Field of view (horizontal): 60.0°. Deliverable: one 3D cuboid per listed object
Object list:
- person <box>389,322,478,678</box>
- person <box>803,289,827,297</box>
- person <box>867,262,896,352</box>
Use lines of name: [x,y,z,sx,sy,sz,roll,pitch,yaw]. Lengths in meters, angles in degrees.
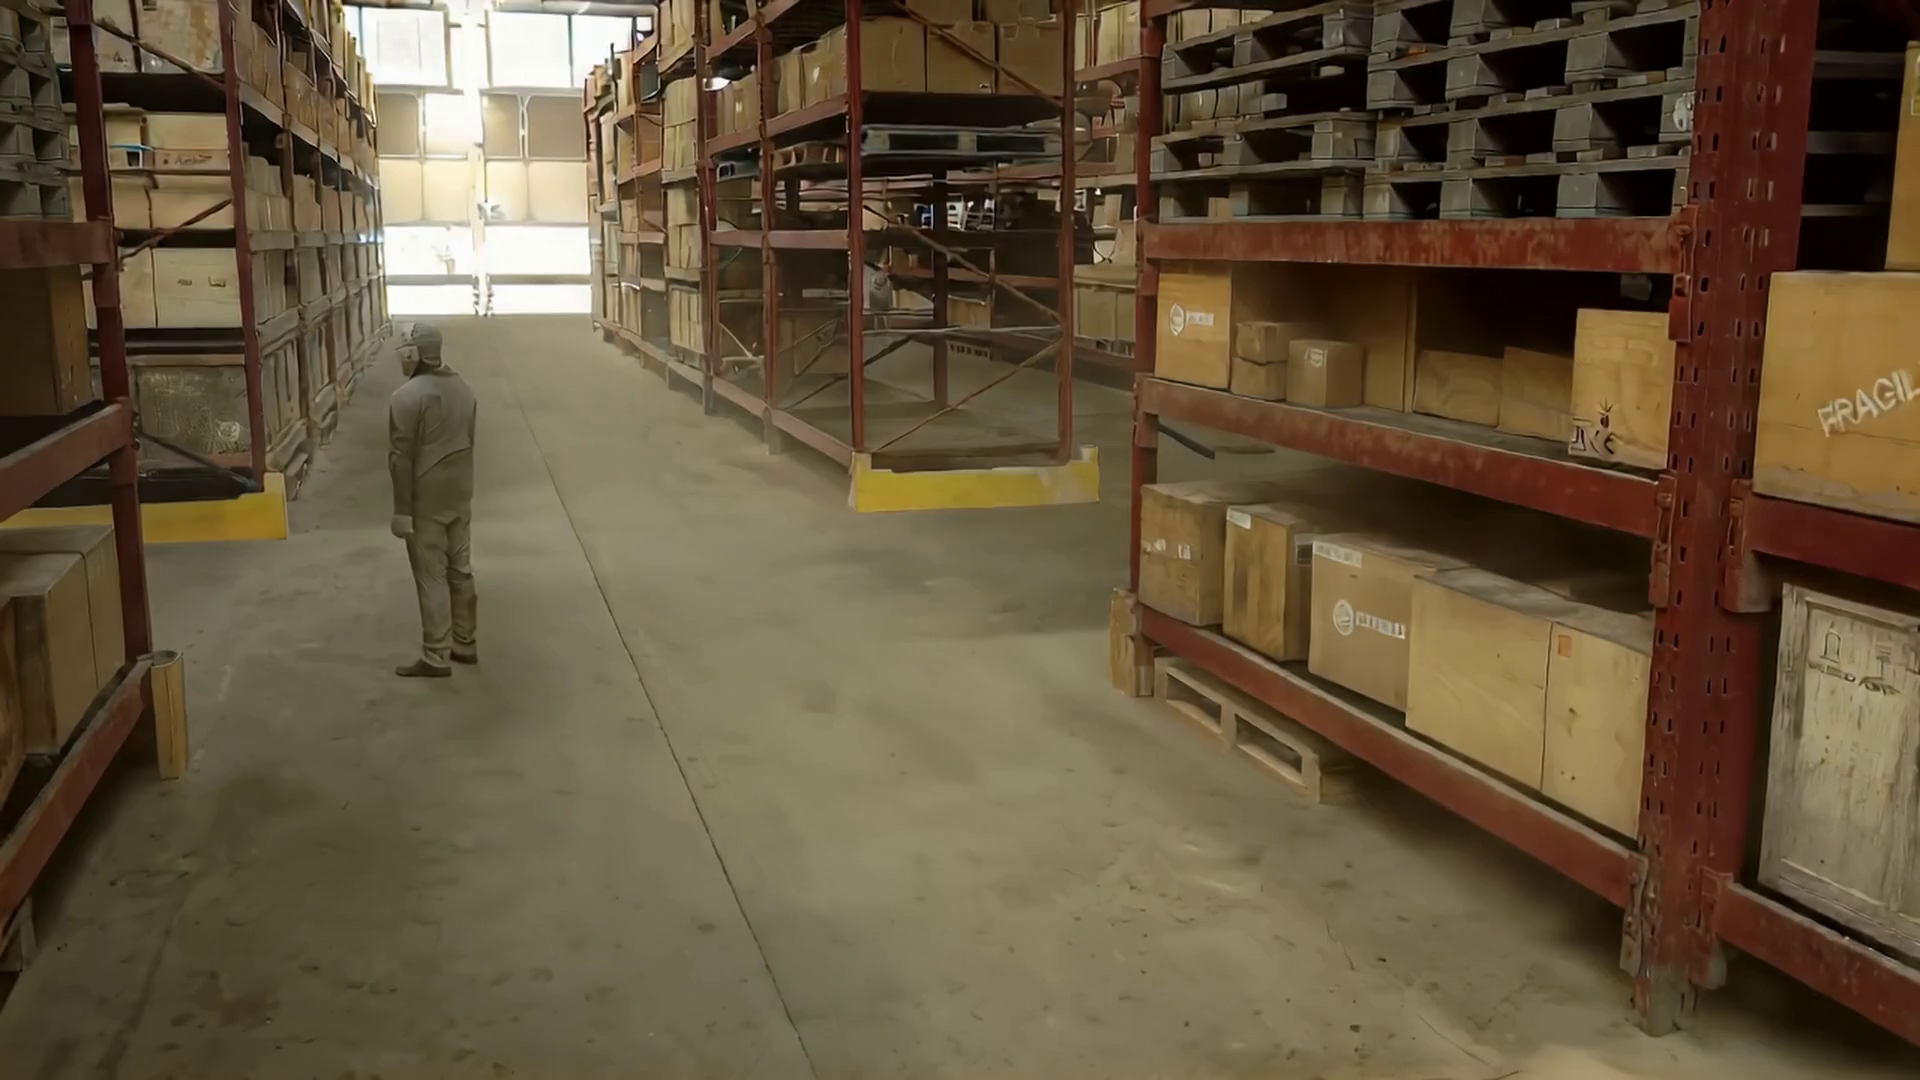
person: [-2.850,-0.216,8.956,0.399,1.900,0.645,2,11,13]
person: [-3.475,-5.779,39.246,0.625,1.971,0.692,-4,11,-20]
person: [-1.612,-4.765,34.075,0.591,1.829,0.404,2,11,12]
